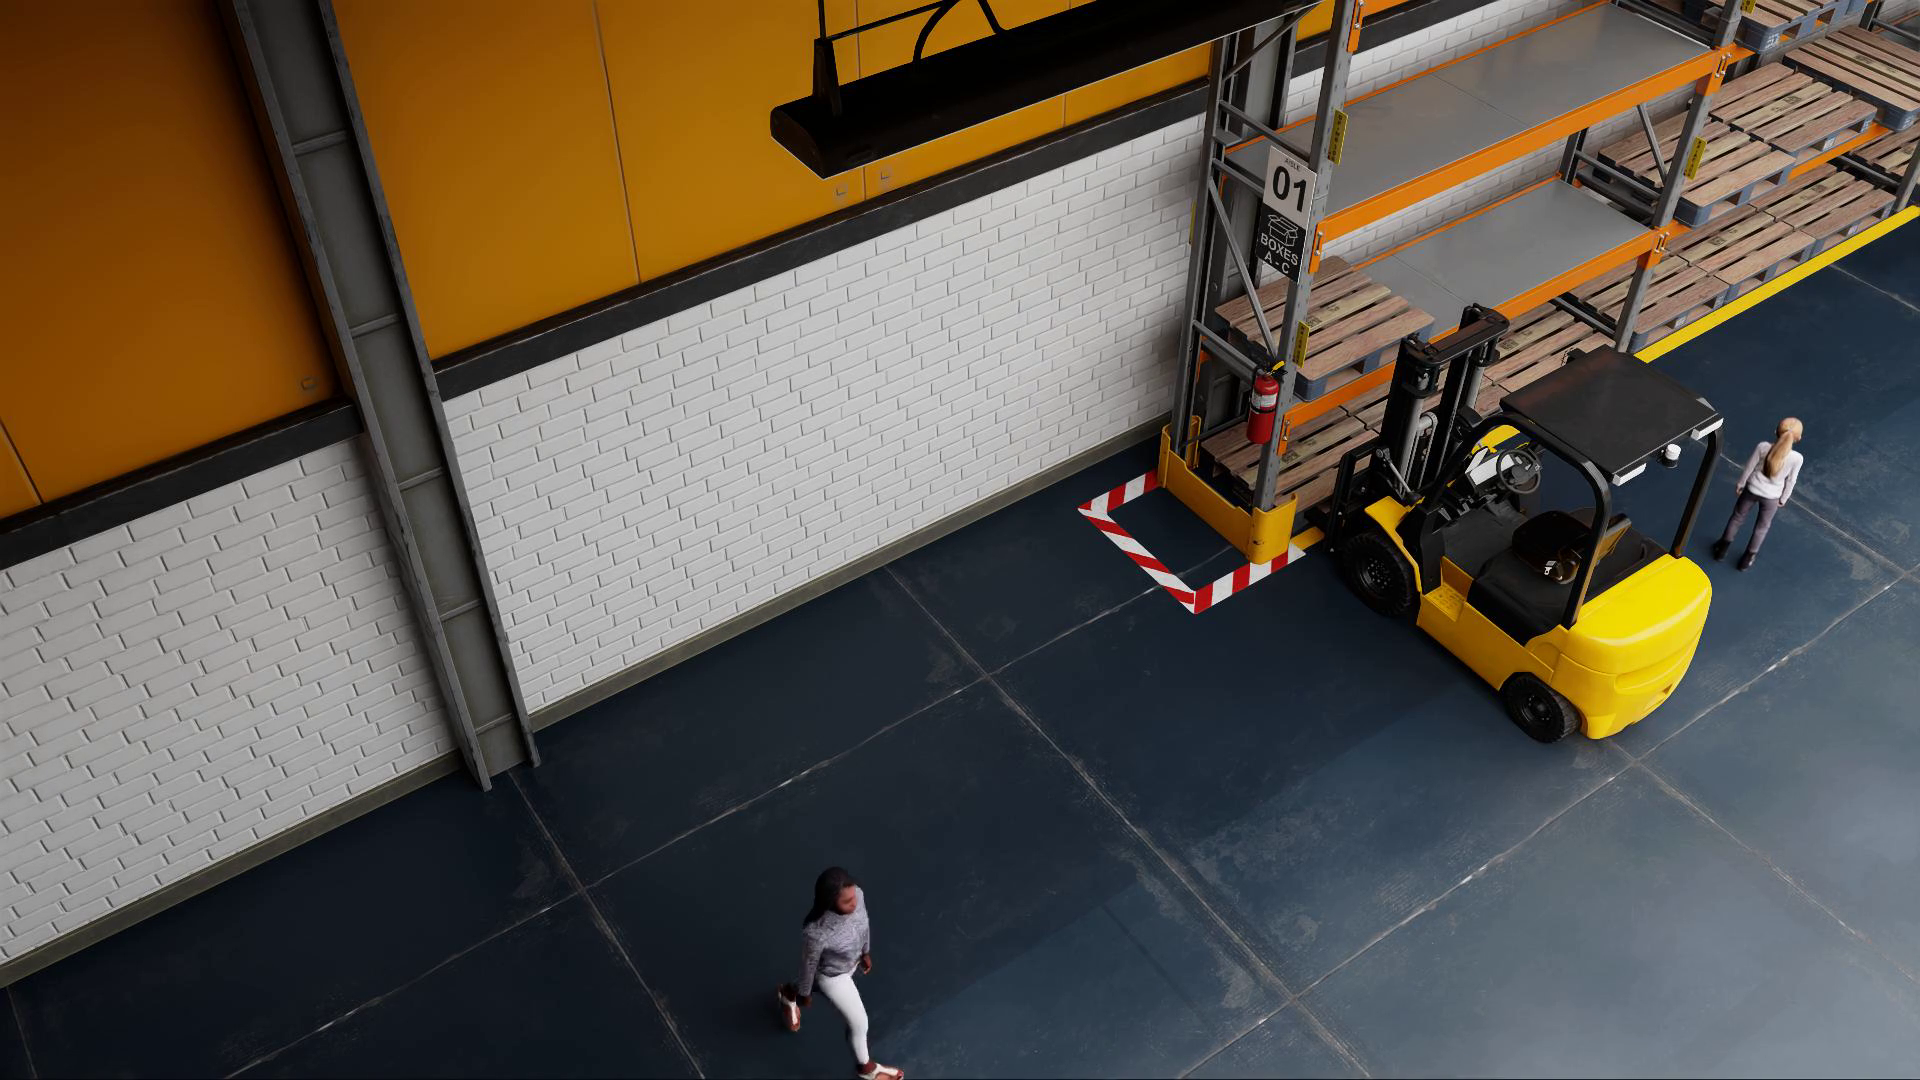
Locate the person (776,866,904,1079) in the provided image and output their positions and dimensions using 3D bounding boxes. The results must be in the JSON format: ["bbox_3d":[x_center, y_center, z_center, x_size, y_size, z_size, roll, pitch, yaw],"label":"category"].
[{"bbox_3d":[-0.715,2.206,8.682,0.964,1.689,1.114,27,50,25],"label":"person"}]

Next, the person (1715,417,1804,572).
[{"bbox_3d":[5.622,-0.334,11.647,0.550,1.274,0.566,28,50,26],"label":"person"}]
